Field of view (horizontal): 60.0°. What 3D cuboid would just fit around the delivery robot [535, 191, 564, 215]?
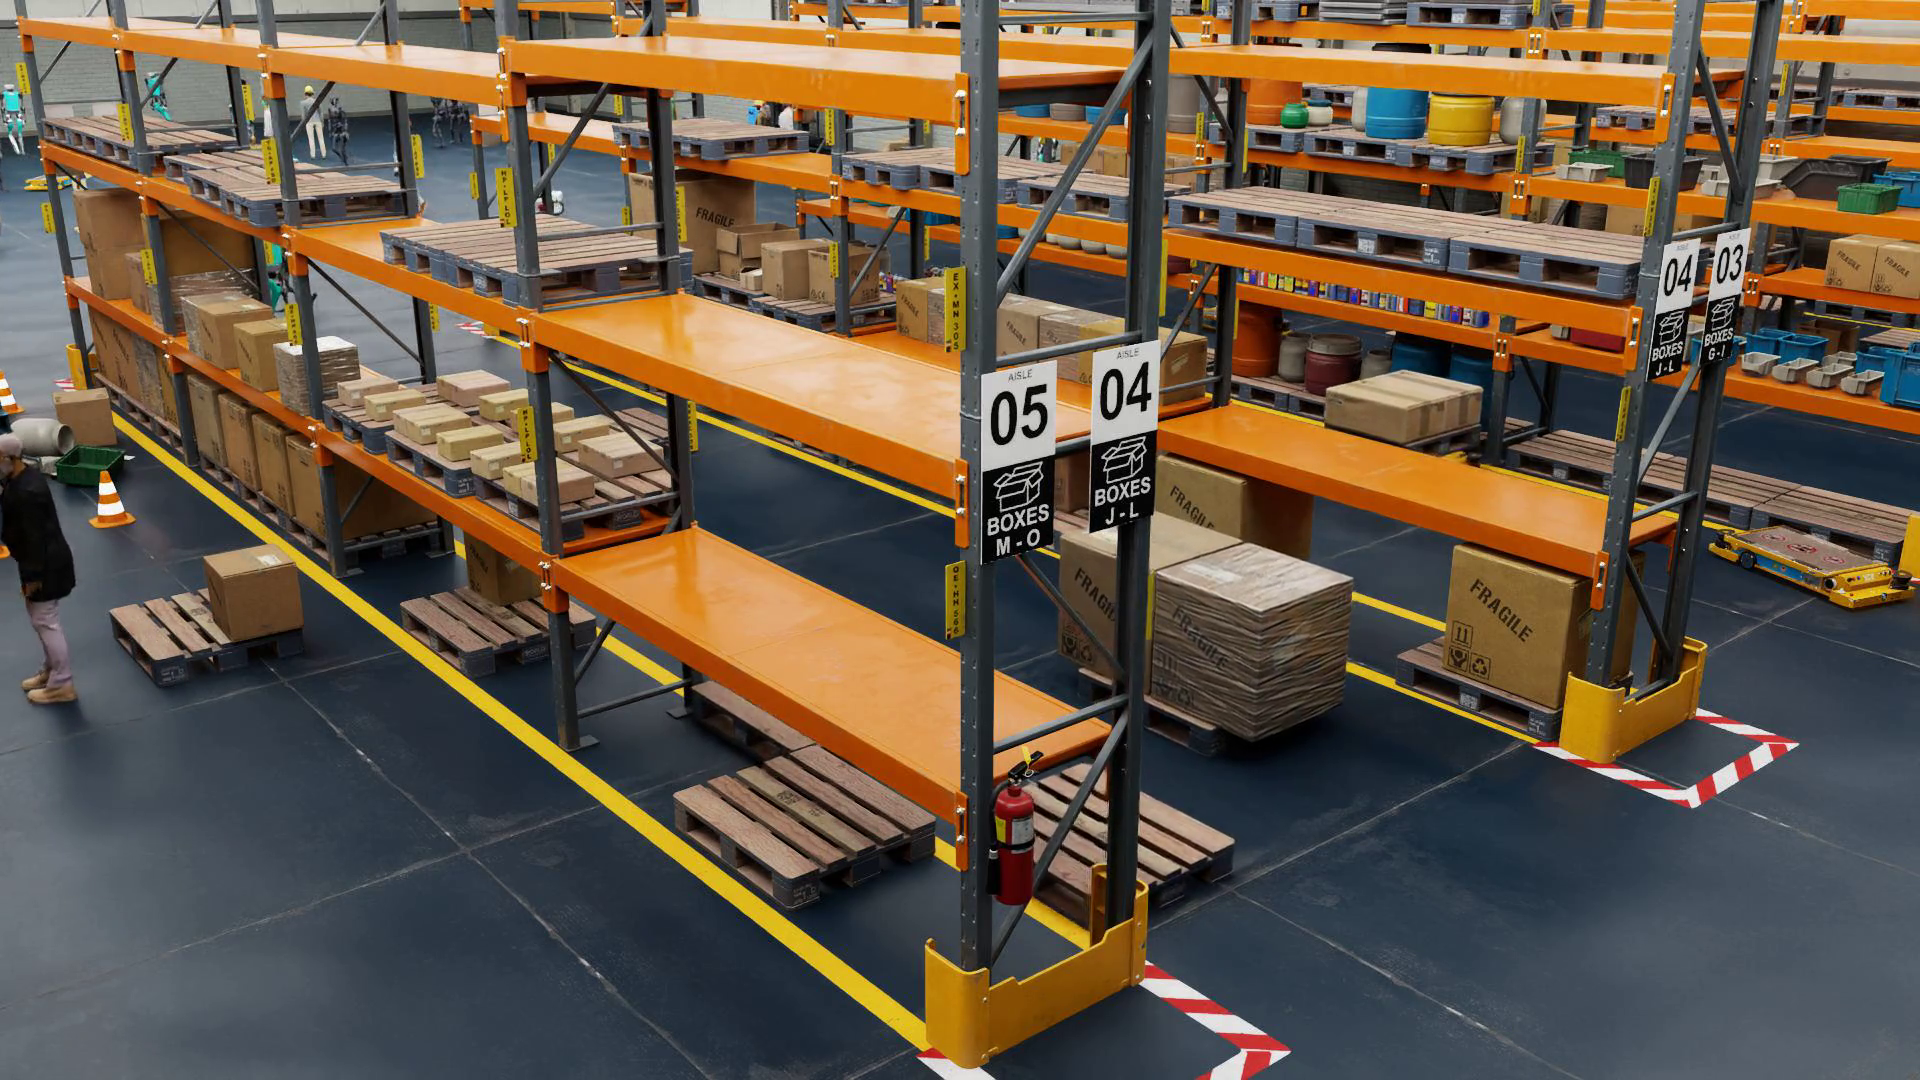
[{"bbox_3d":[-8.043,-6.571,32.212,0.789,0.598,0.499,-4,20,-12],"label":"delivery robot"}]

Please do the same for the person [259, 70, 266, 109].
[{"bbox_3d":[-19.796,-12.686,47.640,0.402,1.869,0.494,10,22,26],"label":"person"}]

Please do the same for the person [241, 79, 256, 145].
[{"bbox_3d":[-17.960,-10.668,41.905,0.397,1.855,0.775,-8,21,-22],"label":"person"}]

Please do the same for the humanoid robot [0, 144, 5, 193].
[{"bbox_3d":[-20.422,-8.153,35.012,0.610,1.655,0.328,4,20,10],"label":"humanoid robot"}]

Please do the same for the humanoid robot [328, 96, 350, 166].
[{"bbox_3d":[-14.596,-9.608,39.162,0.595,1.649,0.359,8,21,21],"label":"humanoid robot"}]

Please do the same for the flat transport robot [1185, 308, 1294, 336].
[{"bbox_3d":[3.701,-2.891,22.165,0.659,0.231,1.431,-14,24,-34],"label":"flat transport robot"}]

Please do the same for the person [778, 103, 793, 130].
[{"bbox_3d":[-3.723,-8.759,36.485,0.691,1.855,0.367,10,22,27],"label":"person"}]

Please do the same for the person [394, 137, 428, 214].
[{"bbox_3d":[-10.495,-7.066,31.655,0.586,1.860,0.799,10,22,27],"label":"person"}]

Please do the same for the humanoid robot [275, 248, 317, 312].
[{"bbox_3d":[-9.369,-4.006,23.225,0.581,1.632,0.612,-8,21,-21],"label":"humanoid robot"}]

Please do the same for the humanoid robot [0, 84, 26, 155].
[{"bbox_3d":[-23.609,-10.420,41.503,0.530,1.881,0.767,-14,24,-34],"label":"humanoid robot"}]

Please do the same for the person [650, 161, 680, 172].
[{"bbox_3d":[-4.963,-5.938,28.277,0.609,1.965,0.364,10,22,27],"label":"person"}]

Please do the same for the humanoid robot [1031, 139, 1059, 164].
[{"bbox_3d":[1.657,-7.791,33.995,0.732,1.842,0.546,-16,25,-37],"label":"humanoid robot"}]

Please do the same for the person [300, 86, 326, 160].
[{"bbox_3d":[-15.850,-10.215,40.748,0.522,1.768,0.310,-12,23,-30],"label":"person"}]

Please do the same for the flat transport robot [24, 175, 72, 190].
[{"bbox_3d":[-19.621,-7.752,35.999,0.659,0.231,1.431,-2,19,-5],"label":"flat transport robot"}]

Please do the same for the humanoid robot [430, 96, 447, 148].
[{"bbox_3d":[-13.639,-11.049,43.248,0.429,1.649,0.591,-6,20,-17],"label":"humanoid robot"}]

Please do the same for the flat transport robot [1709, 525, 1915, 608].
[{"bbox_3d":[6.832,0.193,13.386,0.659,0.231,1.431,-8,21,-21],"label":"flat transport robot"}]

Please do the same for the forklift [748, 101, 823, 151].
[{"bbox_3d":[-4.526,-11.368,42.374,1.129,2.768,1.873,-15,24,-37],"label":"forklift"}]

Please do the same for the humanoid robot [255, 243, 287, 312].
[{"bbox_3d":[-8.783,-3.195,20.831,0.747,1.801,0.531,6,20,15],"label":"humanoid robot"}]

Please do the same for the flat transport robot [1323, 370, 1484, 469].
[{"bbox_3d":[4.333,-0.830,16.298,0.659,0.231,1.431,-15,24,-37],"label":"flat transport robot"}]

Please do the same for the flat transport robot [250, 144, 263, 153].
[{"bbox_3d":[-17.848,-9.835,41.927,1.431,0.231,0.659,2,19,7],"label":"flat transport robot"}]

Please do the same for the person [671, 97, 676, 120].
[{"bbox_3d":[-7.170,-10.250,40.567,0.484,1.958,0.717,-5,20,-14],"label":"person"}]

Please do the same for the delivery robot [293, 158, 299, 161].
[{"bbox_3d":[-15.196,-8.369,37.352,0.815,0.614,0.499,-15,24,-36],"label":"delivery robot"}]

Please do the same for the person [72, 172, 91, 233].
[{"bbox_3d":[-15.878,-6.490,29.959,0.394,1.893,0.543,-13,23,-33],"label":"person"}]

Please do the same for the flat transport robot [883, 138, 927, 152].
[{"bbox_3d":[-1.178,-8.037,36.809,0.659,0.231,1.431,-8,21,-22],"label":"flat transport robot"}]

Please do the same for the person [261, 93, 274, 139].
[{"bbox_3d":[-15.528,-9.154,37.580,0.963,1.870,0.506,-16,25,-38],"label":"person"}]

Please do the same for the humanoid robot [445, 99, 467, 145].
[{"bbox_3d":[-13.330,-11.306,44.005,0.589,1.642,0.394,1,19,4],"label":"humanoid robot"}]

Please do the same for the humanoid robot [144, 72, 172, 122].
[{"bbox_3d":[-22.097,-12.033,46.120,0.537,1.877,0.733,5,20,14],"label":"humanoid robot"}]

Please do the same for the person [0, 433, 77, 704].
[{"bbox_3d":[-6.140,0.176,11.054,0.440,1.847,0.564,-14,24,-34],"label":"person"}]

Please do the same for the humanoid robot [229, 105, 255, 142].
[{"bbox_3d":[-16.753,-9.411,38.567,1.032,1.764,0.546,15,24,37],"label":"humanoid robot"}]

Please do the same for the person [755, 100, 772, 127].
[{"bbox_3d":[-4.433,-9.090,37.569,0.408,1.758,0.549,5,20,15],"label":"person"}]
